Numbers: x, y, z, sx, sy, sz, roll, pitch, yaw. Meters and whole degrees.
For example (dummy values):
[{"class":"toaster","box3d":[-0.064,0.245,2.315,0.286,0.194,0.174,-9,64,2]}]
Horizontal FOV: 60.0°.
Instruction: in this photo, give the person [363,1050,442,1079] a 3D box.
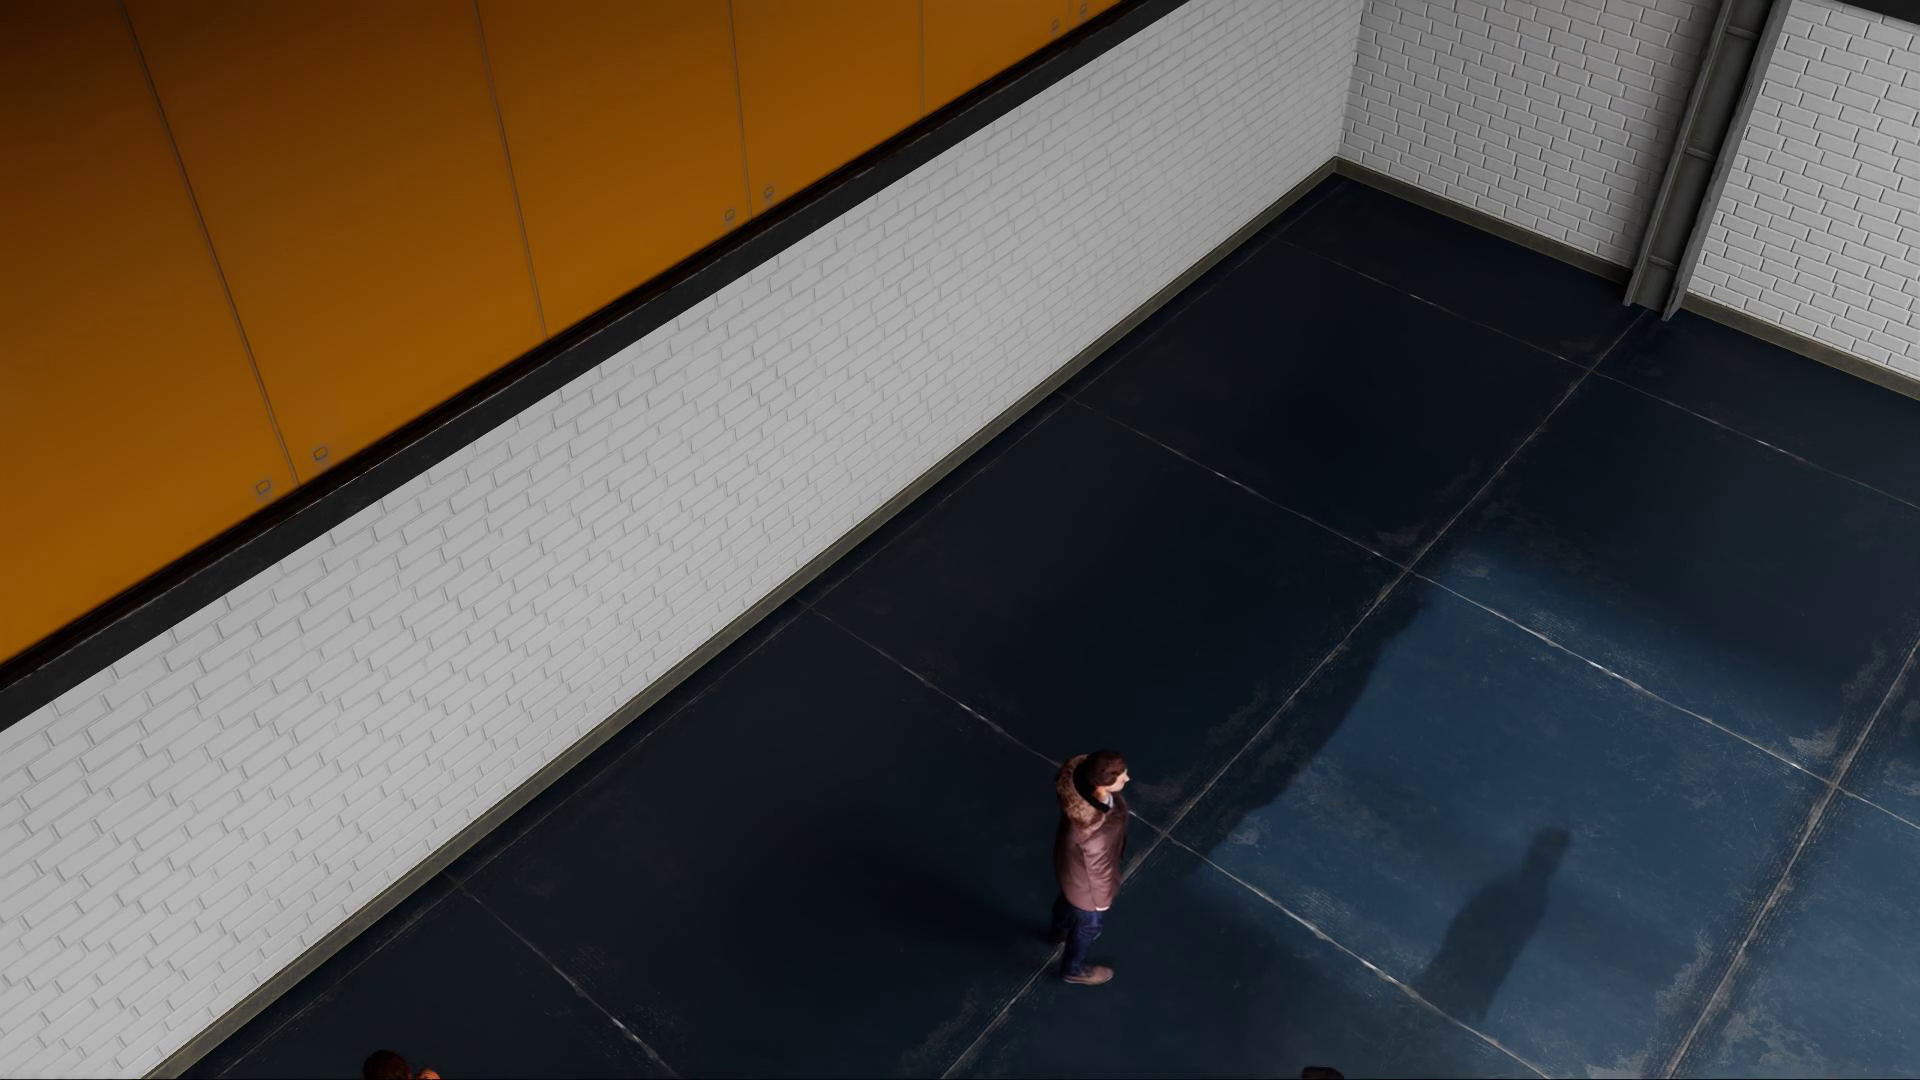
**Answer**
[{"class":"person","box3d":[-2.372,2.927,7.649,1.056,1.785,0.604,30,51,27]}]

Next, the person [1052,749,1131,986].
[{"class":"person","box3d":[0.666,1.720,8.878,0.898,1.837,0.844,-3,44,-3]}]
